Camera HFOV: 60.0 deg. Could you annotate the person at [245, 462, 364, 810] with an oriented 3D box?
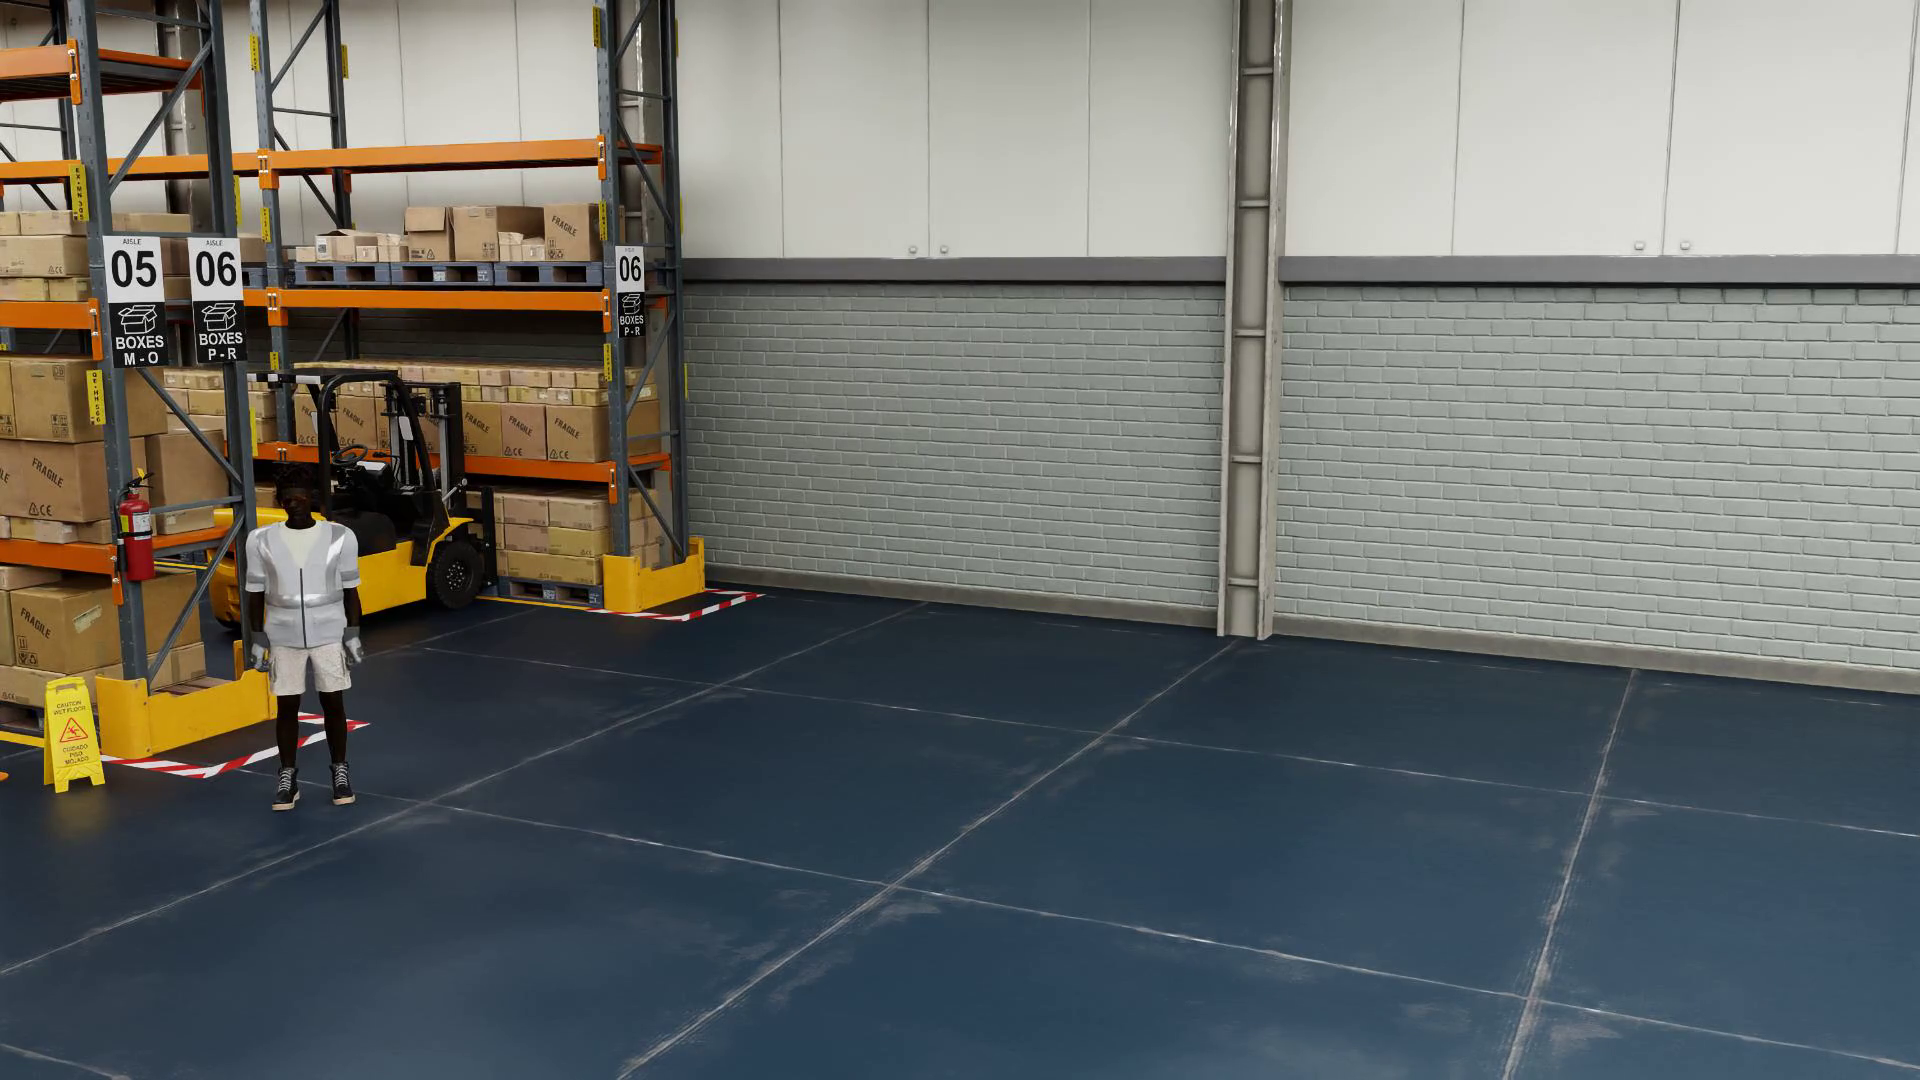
[{"bbox_3d":[-3.685,0.535,9.371,0.611,1.965,0.362,-3,10,-18],"label":"person"}]
